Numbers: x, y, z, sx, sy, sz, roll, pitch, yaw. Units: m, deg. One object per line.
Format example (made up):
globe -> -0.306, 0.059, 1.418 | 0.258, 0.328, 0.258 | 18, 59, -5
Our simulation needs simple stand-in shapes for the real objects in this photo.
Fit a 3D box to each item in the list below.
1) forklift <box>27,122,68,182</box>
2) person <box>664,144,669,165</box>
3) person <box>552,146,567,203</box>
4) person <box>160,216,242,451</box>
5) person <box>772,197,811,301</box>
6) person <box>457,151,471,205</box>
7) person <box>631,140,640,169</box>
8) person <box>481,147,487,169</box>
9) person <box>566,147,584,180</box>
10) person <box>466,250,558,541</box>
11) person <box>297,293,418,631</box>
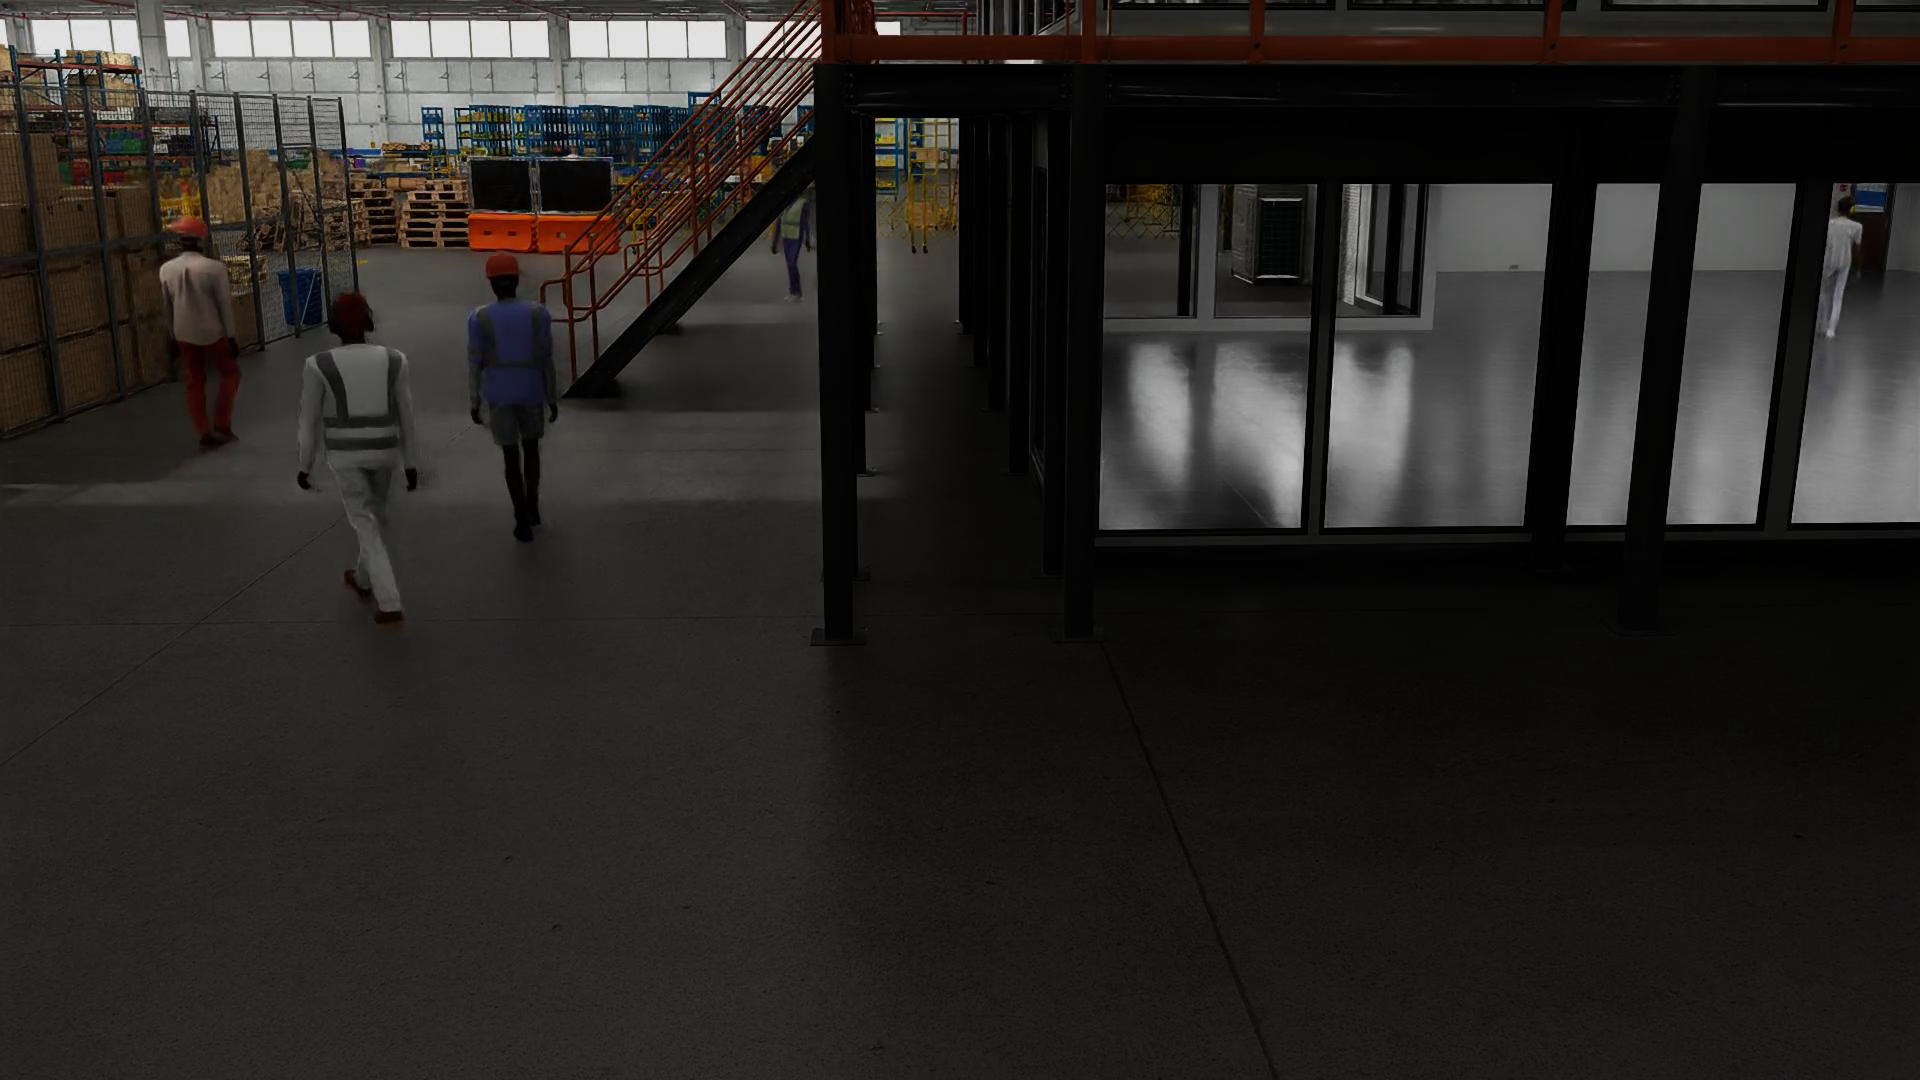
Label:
forklift -> -35.376, -14.773, 64.377 | 1.129, 2.768, 1.873 | -1, 14, -2
person -> -14.842, -19.289, 84.630 | 0.873, 1.792, 0.620 | 3, 14, 10
person -> -13.717, -12.370, 56.529 | 0.836, 2.022, 0.607 | -13, 19, -42
person -> -6.430, -1.751, 14.155 | 0.651, 1.977, 0.477 | 1, 14, 5
person -> -2.702, -4.683, 26.039 | 0.636, 1.890, 0.746 | 9, 17, 33
person -> -16.862, -12.305, 56.638 | 0.403, 1.834, 0.588 | 6, 15, 23
person -> -16.284, -19.144, 83.708 | 0.993, 1.951, 0.608 | -4, 15, -15
person -> -20.934, -16.470, 73.488 | 0.793, 1.738, 0.533 | 0, 14, -1
person -> -14.221, -13.564, 61.556 | 0.667, 1.889, 0.429 | 2, 14, 7
person -> -3.043, -0.992, 11.264 | 0.563, 1.903, 0.873 | -6, 15, -22
person -> -3.354, -0.450, 9.252 | 0.597, 1.828, 0.993 | -12, 18, -39
